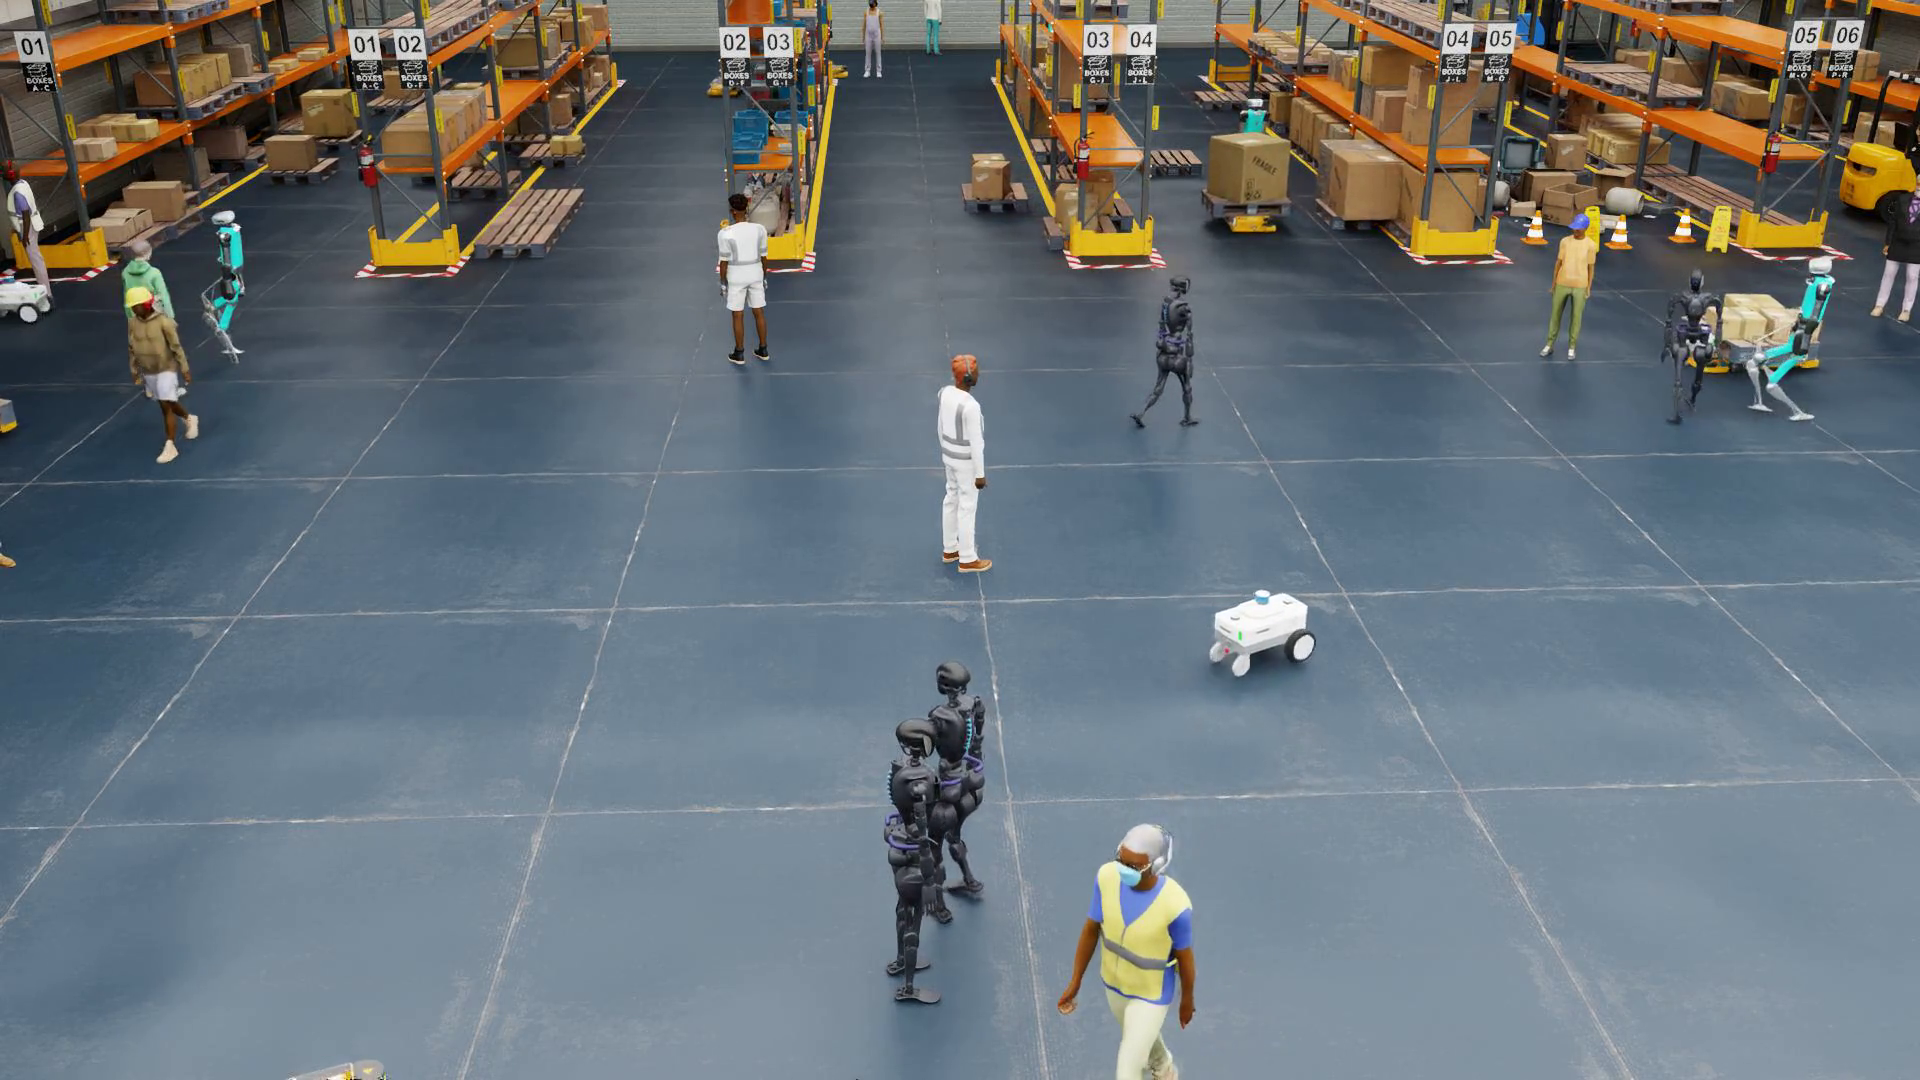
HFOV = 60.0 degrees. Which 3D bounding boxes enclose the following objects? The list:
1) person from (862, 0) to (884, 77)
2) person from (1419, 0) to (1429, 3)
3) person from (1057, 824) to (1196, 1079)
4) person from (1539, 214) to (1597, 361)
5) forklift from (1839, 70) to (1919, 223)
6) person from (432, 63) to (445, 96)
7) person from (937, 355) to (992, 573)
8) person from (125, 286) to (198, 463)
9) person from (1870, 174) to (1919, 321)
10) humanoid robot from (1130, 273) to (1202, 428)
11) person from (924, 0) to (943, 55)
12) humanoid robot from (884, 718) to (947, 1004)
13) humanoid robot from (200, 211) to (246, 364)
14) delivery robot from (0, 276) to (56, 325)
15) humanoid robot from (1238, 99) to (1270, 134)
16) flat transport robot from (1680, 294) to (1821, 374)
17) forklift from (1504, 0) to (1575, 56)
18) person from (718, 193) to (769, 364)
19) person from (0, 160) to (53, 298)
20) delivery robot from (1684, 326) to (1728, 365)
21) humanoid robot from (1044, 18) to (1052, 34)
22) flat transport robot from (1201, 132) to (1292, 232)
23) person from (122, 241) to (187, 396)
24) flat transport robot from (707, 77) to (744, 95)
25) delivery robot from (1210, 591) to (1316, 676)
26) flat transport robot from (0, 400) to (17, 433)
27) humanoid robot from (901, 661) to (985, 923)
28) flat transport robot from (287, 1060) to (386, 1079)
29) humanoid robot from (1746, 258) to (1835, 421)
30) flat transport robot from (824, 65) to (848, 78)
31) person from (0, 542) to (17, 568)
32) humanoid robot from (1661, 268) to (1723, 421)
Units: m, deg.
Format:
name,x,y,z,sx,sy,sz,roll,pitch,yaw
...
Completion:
name,x,y,z,sx,sy,sz,roll,pitch,yaw
person,-2.047,-11.839,39.120,0.518,1.858,0.389,2,24,4
person,11.668,-12.984,41.767,0.389,1.798,0.602,-6,25,-13
person,0.836,2.100,7.825,0.505,1.849,0.985,20,31,38
person,7.083,-2.932,19.283,0.449,1.714,0.369,14,28,28
forklift,15.132,-6.143,25.915,2.313,2.155,1.214,-1,24,-2
person,-11.058,-9.800,34.770,0.528,1.659,0.834,-3,24,-6
person,0.034,-0.645,13.936,0.346,1.882,0.583,-14,27,-28
person,-7.934,-1.713,16.538,0.562,1.725,0.842,3,24,6
person,11.866,-3.676,20.799,0.544,1.850,0.409,20,31,37
humanoid robot,2.163,-1.933,17.167,0.783,1.650,0.608,-11,26,-24
person,-0.676,-13.328,42.586,0.523,1.763,0.326,19,30,36
humanoid robot,-0.244,1.687,8.932,0.315,1.657,0.599,-3,24,-8
humanoid robot,-8.564,-2.852,19.186,0.745,1.870,0.543,-3,24,-7
delivery robot,-11.859,-3.017,20.893,0.790,0.589,0.499,-2,24,-4
humanoid robot,4.498,-6.180,26.549,0.532,1.764,0.775,-11,26,-23
flat transport robot,9.125,-2.156,19.316,1.431,0.231,0.659,-4,24,-9
forklift,14.700,-13.805,42.301,1.873,2.768,1.129,-1,24,-2
person,-2.489,-3.012,19.173,0.601,1.957,0.383,-13,27,-27
person,-12.054,-3.993,21.504,0.390,1.847,0.562,-12,27,-25
delivery robot,8.762,-2.324,19.351,0.499,0.601,0.783,22,32,40
humanoid robot,2.322,-12.973,41.655,0.735,1.676,0.533,5,25,12
flat transport robot,4.413,-5.024,25.762,0.659,0.231,1.431,-1,24,-2
person,-8.804,-2.376,18.035,0.551,1.731,0.315,2,24,4
flat transport robot,-5.235,-10.207,37.408,0.659,0.231,1.431,1,24,3
delivery robot,2.285,0.669,12.614,0.791,0.592,0.499,-14,28,-29
flat transport robot,-10.313,-1.009,16.741,0.659,0.231,1.431,6,25,13
humanoid robot,-0.091,1.433,9.524,0.368,1.649,0.588,20,31,37
flat transport robot,-3.442,2.929,7.892,1.431,0.231,0.659,-10,26,-22
humanoid robot,8.595,-2.080,17.370,0.880,1.784,0.579,8,25,17
flat transport robot,-3.382,-11.081,39.371,1.431,0.231,0.659,-1,24,-3
person,-8.300,-0.586,13.807,0.380,1.890,0.562,12,27,25
humanoid robot,7.694,-2.058,17.425,0.610,1.636,0.726,15,28,30
